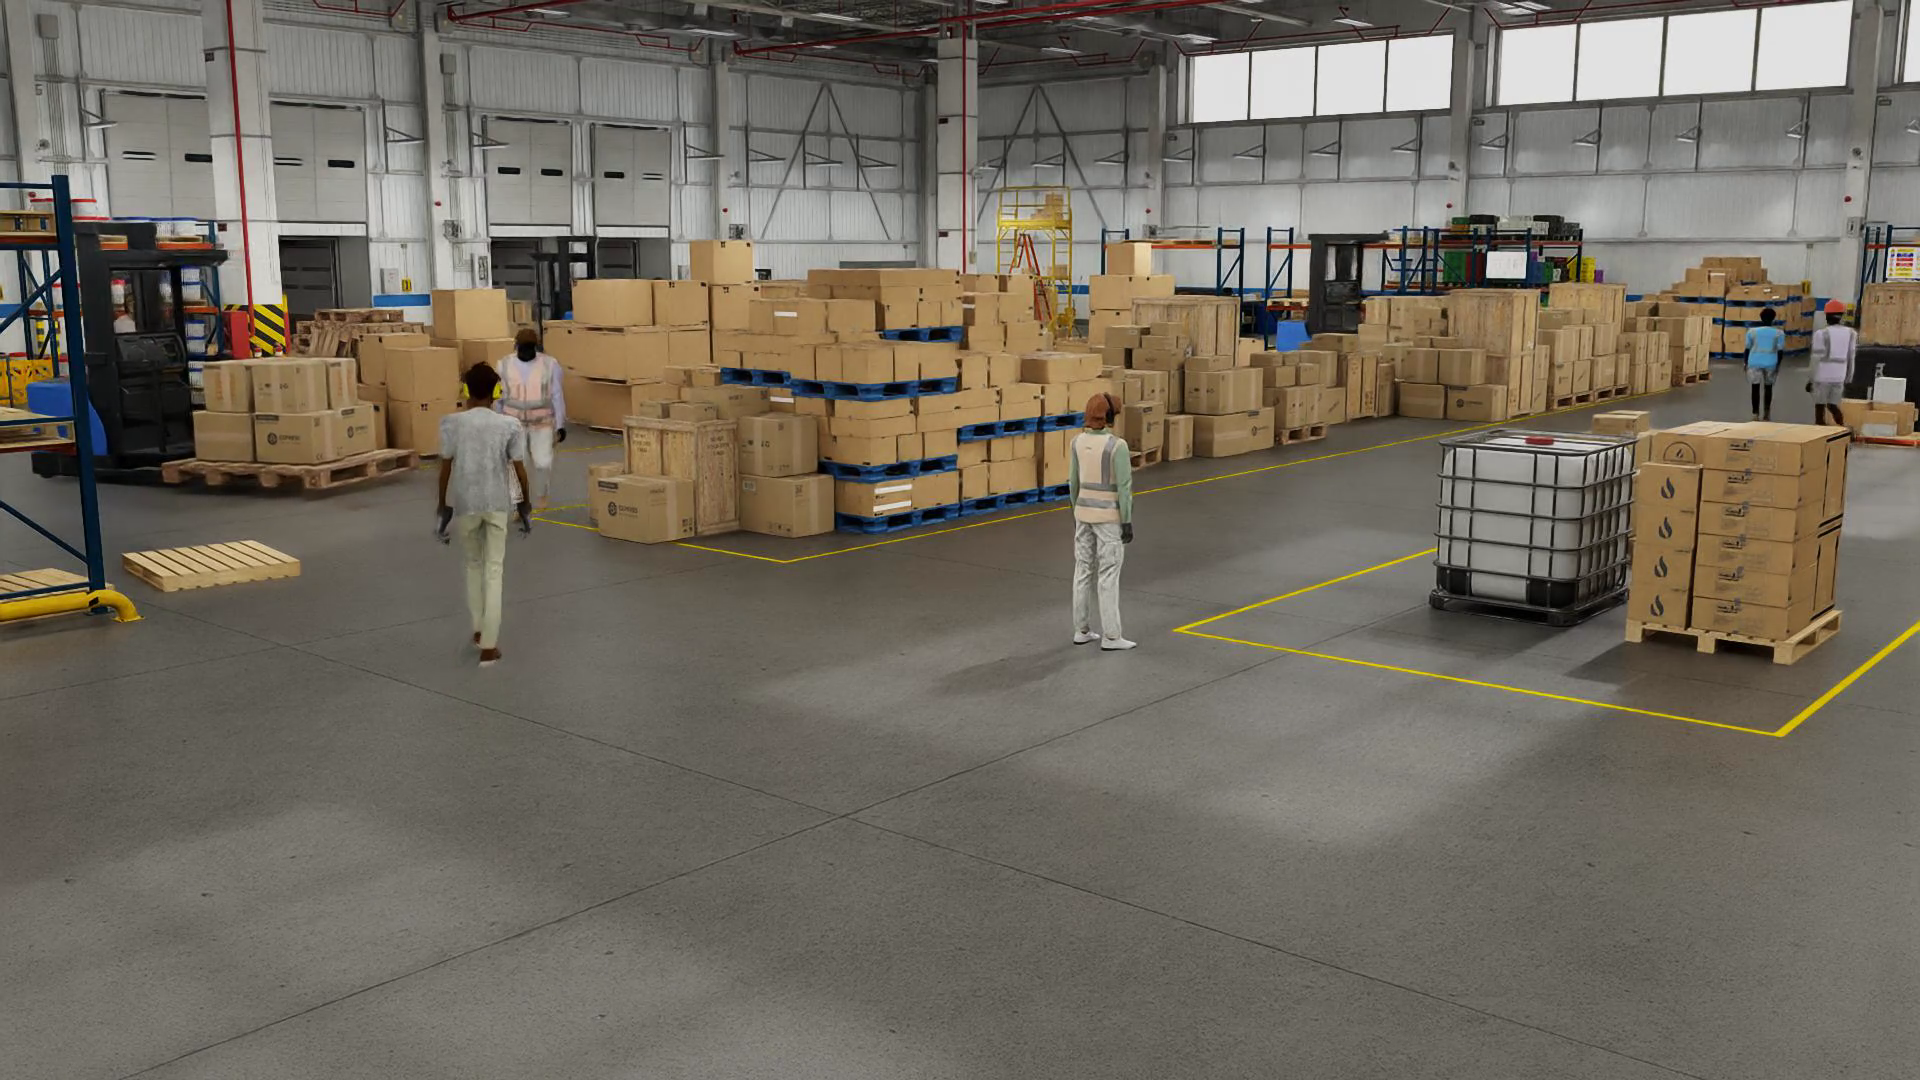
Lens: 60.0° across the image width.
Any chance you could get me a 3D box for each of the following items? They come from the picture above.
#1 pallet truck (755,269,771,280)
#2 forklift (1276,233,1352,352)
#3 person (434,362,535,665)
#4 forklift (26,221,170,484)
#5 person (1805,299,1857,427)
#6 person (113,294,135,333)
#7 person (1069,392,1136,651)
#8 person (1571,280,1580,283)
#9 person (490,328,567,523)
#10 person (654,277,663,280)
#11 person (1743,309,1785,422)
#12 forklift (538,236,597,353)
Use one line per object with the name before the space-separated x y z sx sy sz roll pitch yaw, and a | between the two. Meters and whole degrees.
pallet truck | -4.996 -6.432 45.525 1.885 1.965 0.823 -6 12 -32
forklift | 7.256 -4.640 32.810 1.129 2.768 1.873 -7 12 -34
person | -2.951 -0.186 10.399 0.571 1.834 0.836 -1 10 -5
forklift | -9.205 -2.091 18.297 1.873 2.768 1.129 3 10 15
person | 10.809 -2.025 20.658 0.544 1.925 0.448 -1 10 -7
person | -11.039 -2.327 22.318 0.352 1.937 0.635 6 12 31
person | 0.896 -0.117 10.583 0.309 1.641 0.514 -9 13 -40
person | 12.159 -4.241 33.273 0.490 1.916 0.646 -7 12 -35
person | -4.019 -1.069 15.509 0.704 1.817 0.501 -1 10 -6
person | -6.510 -4.724 36.016 0.635 1.927 0.372 -4 11 -22
person | 11.842 -2.576 24.544 0.541 1.649 0.854 4 11 22
forklift | -8.868 -5.681 38.740 1.873 2.768 1.129 8 13 40
